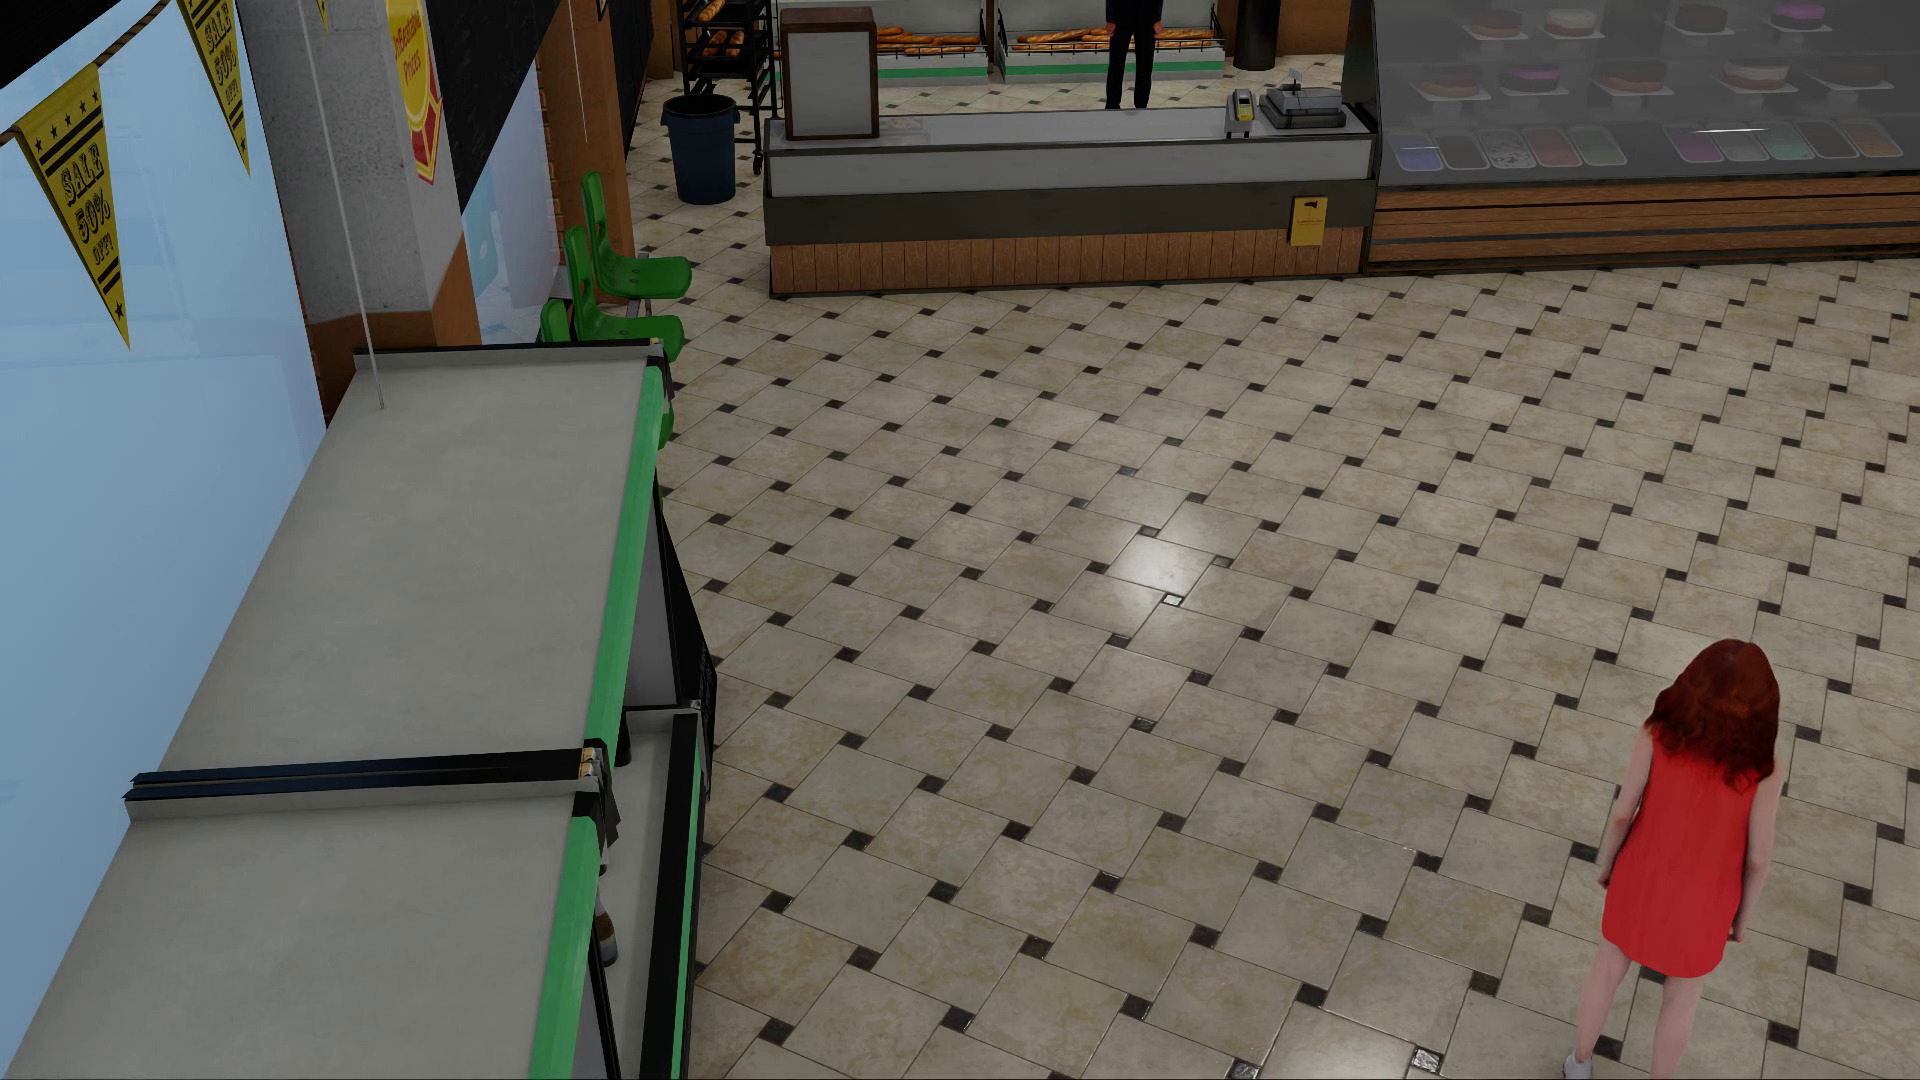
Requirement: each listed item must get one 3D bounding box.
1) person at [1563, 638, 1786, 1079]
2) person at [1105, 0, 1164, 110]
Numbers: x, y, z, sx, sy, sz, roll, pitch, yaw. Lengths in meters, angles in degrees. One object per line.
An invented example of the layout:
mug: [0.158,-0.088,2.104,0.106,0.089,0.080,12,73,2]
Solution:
person: [2.135,1.059,4.991,0.657,1.827,0.702,21,38,30]
person: [1.415,-4.247,13.479,0.614,1.868,0.569,-3,32,-5]
